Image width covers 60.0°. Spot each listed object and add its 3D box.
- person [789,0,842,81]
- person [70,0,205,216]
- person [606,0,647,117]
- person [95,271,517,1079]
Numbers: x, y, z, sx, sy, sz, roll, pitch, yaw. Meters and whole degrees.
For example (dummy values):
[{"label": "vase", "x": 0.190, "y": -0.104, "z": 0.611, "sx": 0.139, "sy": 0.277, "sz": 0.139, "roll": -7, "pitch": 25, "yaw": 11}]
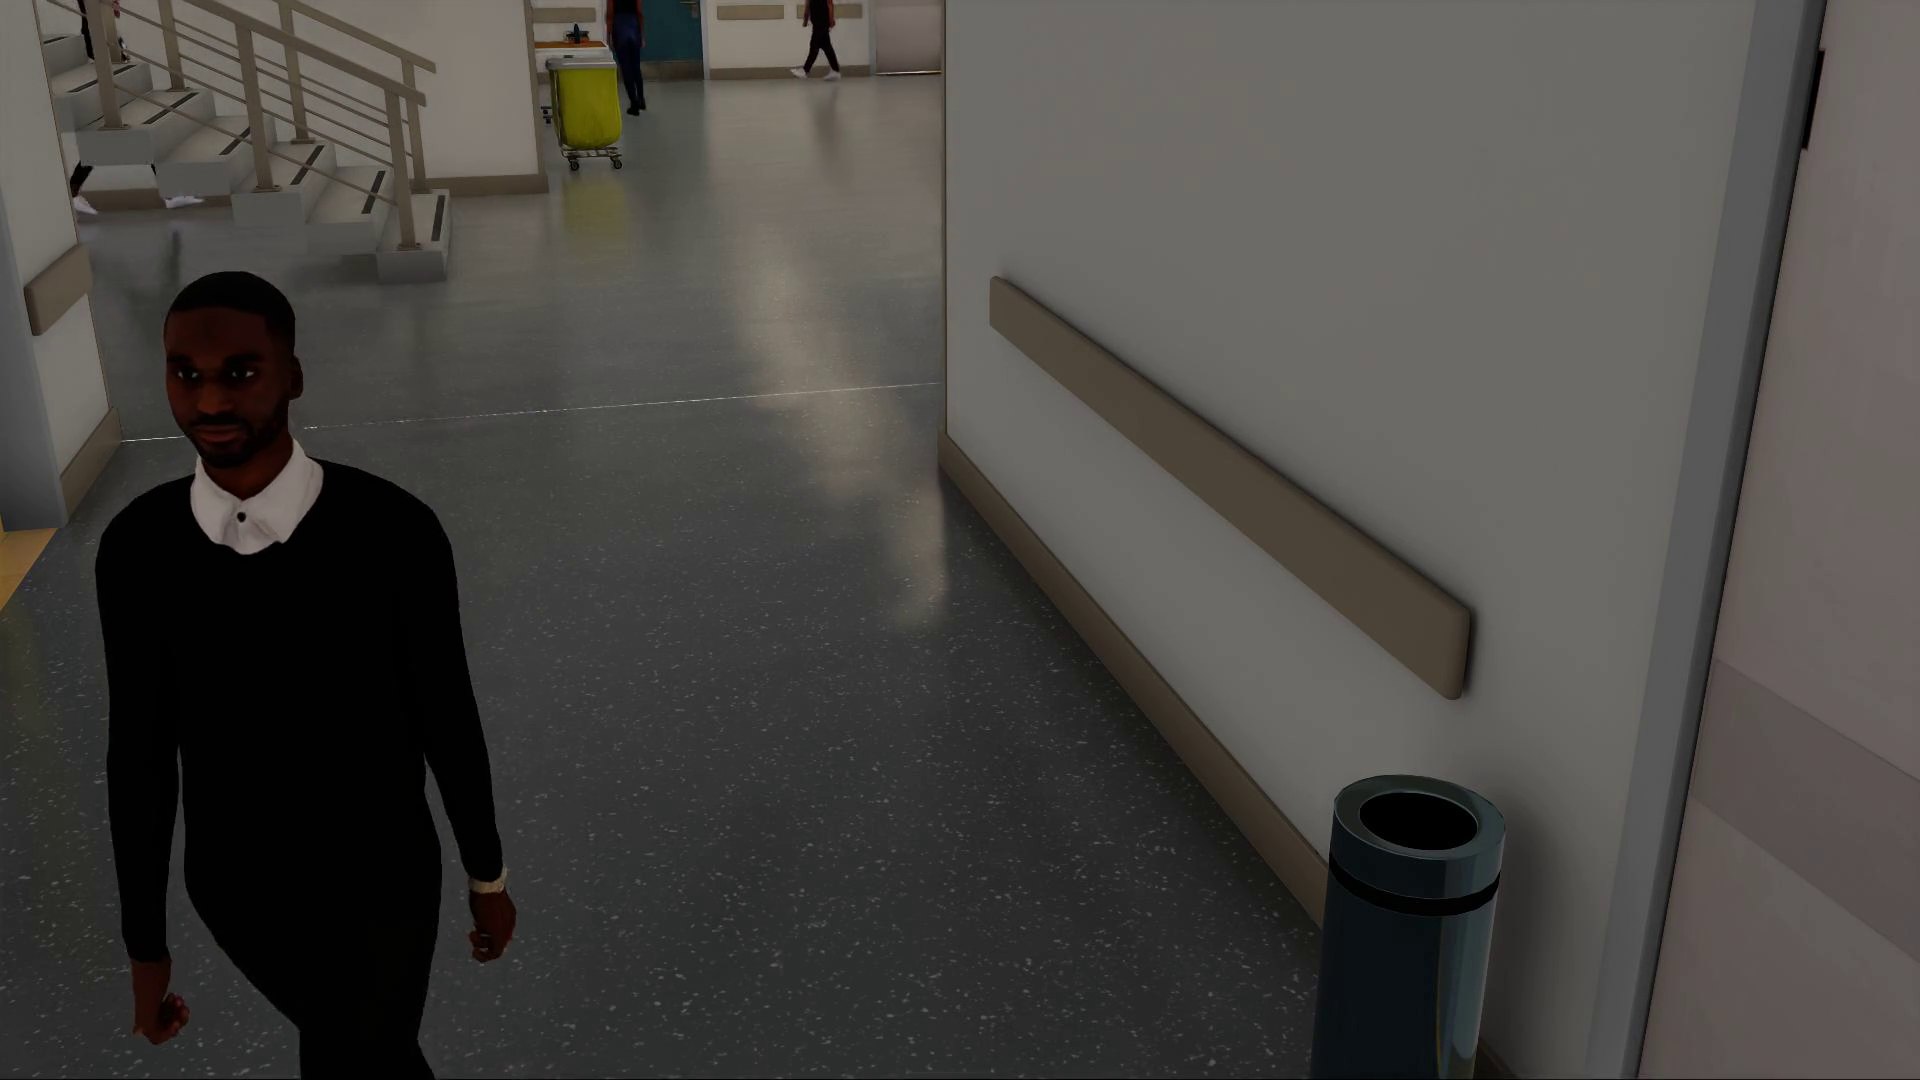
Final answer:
[{"label": "person", "x": -1.828, "y": -7.137, "z": 22.663, "sx": 1.141, "sy": 1.748, "sz": 0.830, "roll": -12, "pitch": 24, "yaw": -28}, {"label": "person", "x": -6.456, "y": -3.264, "z": 12.526, "sx": 1.263, "sy": 1.685, "sz": 0.713, "roll": -9, "pitch": 23, "yaw": -23}, {"label": "person", "x": -3.754, "y": -5.695, "z": 18.894, "sx": 0.606, "sy": 1.722, "sz": 0.694, "roll": -12, "pitch": 24, "yaw": -28}, {"label": "person", "x": -0.943, "y": 0.488, "z": 2.522, "sx": 1.229, "sy": 1.756, "sz": 0.909, "roll": -1, "pitch": 21, "yaw": -3}]
